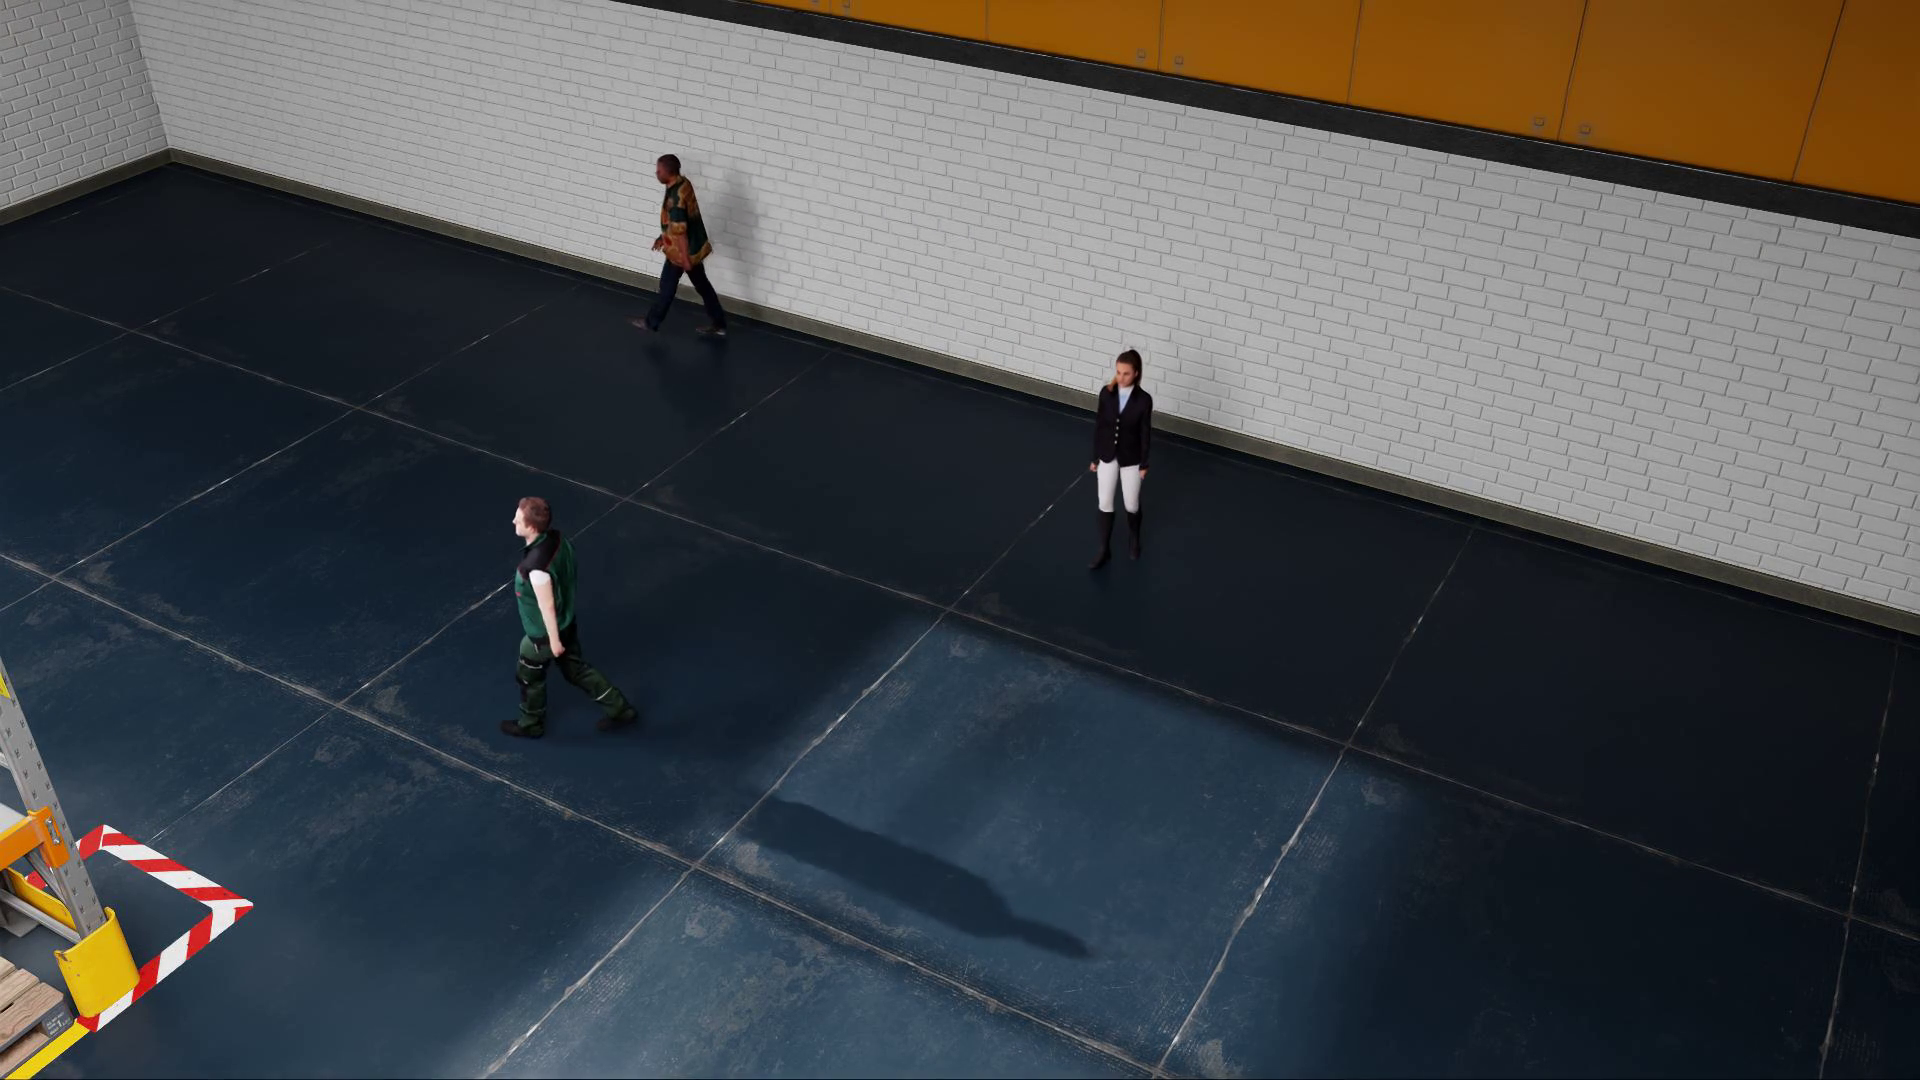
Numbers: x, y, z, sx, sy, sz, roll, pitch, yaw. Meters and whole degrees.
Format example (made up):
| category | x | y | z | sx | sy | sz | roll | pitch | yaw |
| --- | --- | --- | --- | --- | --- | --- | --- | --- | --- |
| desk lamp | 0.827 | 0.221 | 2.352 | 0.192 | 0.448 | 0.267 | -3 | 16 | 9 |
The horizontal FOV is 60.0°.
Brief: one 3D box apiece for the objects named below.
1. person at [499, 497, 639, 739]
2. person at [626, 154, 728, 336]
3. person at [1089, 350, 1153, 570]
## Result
| category | x | y | z | sx | sy | sz | roll | pitch | yaw |
| --- | --- | --- | --- | --- | --- | --- | --- | --- | --- |
| person | -2.481 | 0.527 | 10.386 | 1.041 | 1.809 | 1.168 | 2 | 34 | 3 |
| person | -2.428 | -2.652 | 15.215 | 1.091 | 1.757 | 1.207 | 3 | 34 | 4 |
| person | 1.184 | -0.593 | 12.142 | 0.619 | 1.729 | 0.741 | 12 | 36 | 18 |
